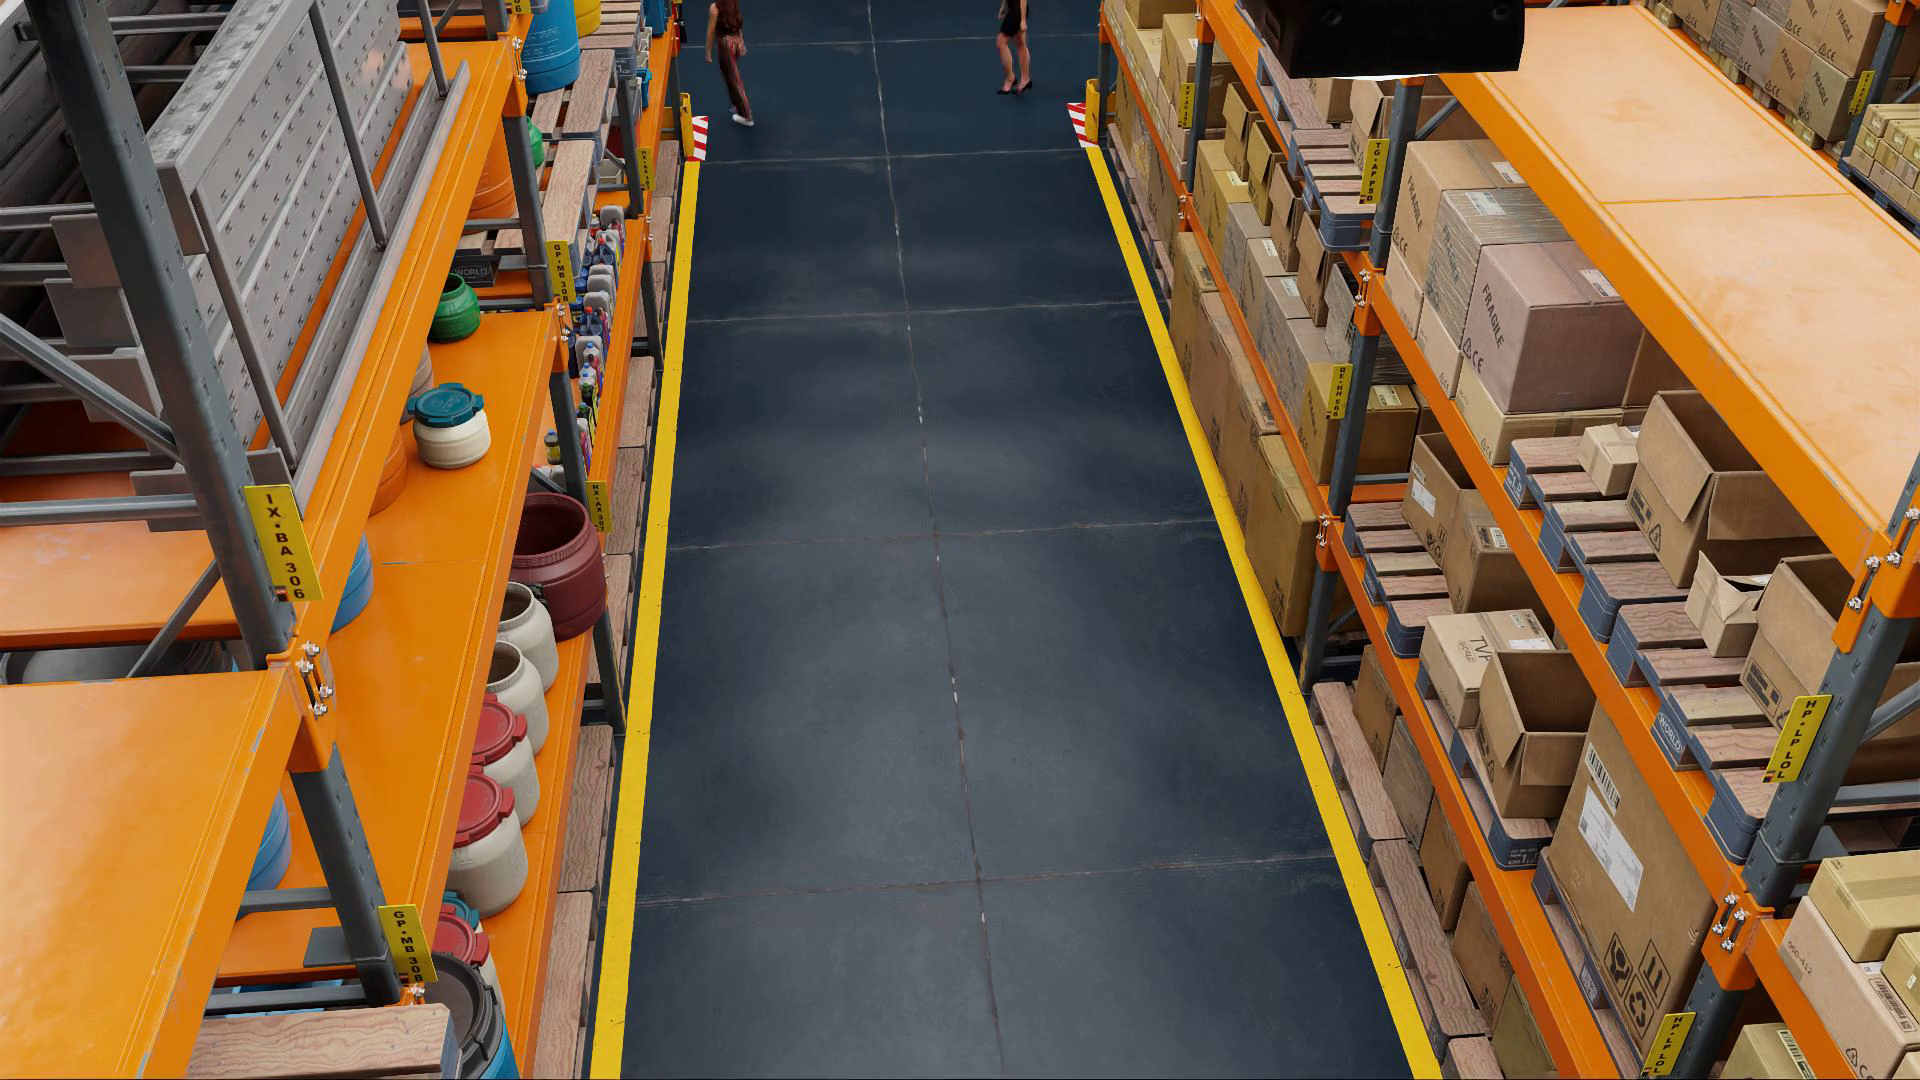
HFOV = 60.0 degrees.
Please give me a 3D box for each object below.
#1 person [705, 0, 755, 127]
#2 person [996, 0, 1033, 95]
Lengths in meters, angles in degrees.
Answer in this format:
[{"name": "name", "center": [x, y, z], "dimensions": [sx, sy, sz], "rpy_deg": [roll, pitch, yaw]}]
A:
[{"name": "person", "center": [-2.157, -4.682, 15.903], "dimensions": [0.812, 1.538, 0.742], "rpy_deg": [25, 44, 29]}, {"name": "person", "center": [0.645, -5.214, 16.526], "dimensions": [0.631, 1.632, 0.536], "rpy_deg": [-4, 37, -5]}]
